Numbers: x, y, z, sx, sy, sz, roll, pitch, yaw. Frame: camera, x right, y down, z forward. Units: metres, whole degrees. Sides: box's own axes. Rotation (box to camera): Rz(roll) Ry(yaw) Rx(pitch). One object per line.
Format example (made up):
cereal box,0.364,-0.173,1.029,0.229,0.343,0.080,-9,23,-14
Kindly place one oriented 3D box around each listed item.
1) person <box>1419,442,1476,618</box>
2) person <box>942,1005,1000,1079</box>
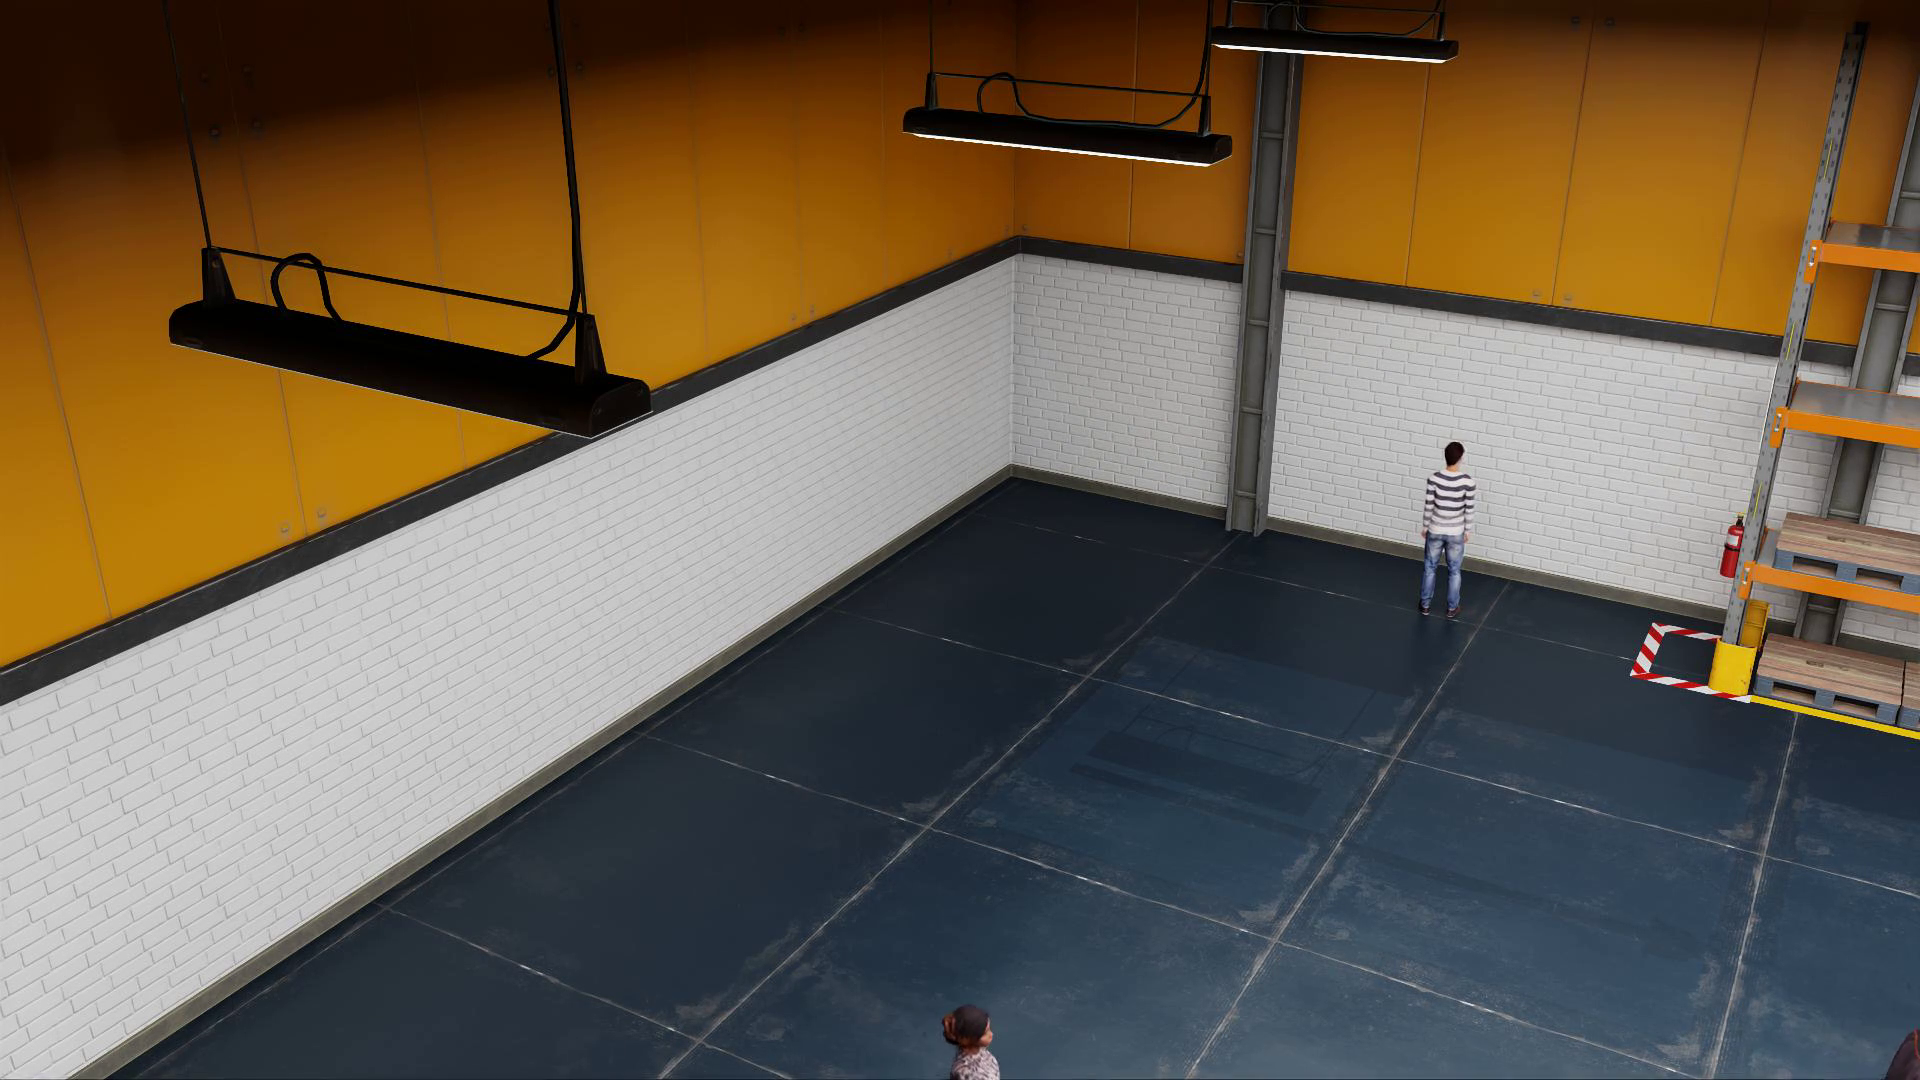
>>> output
person,4.962,-0.103,16.983,0.528,1.847,0.739,8,25,18
person,-0.046,3.343,9.333,1.220,1.662,0.821,6,24,13
